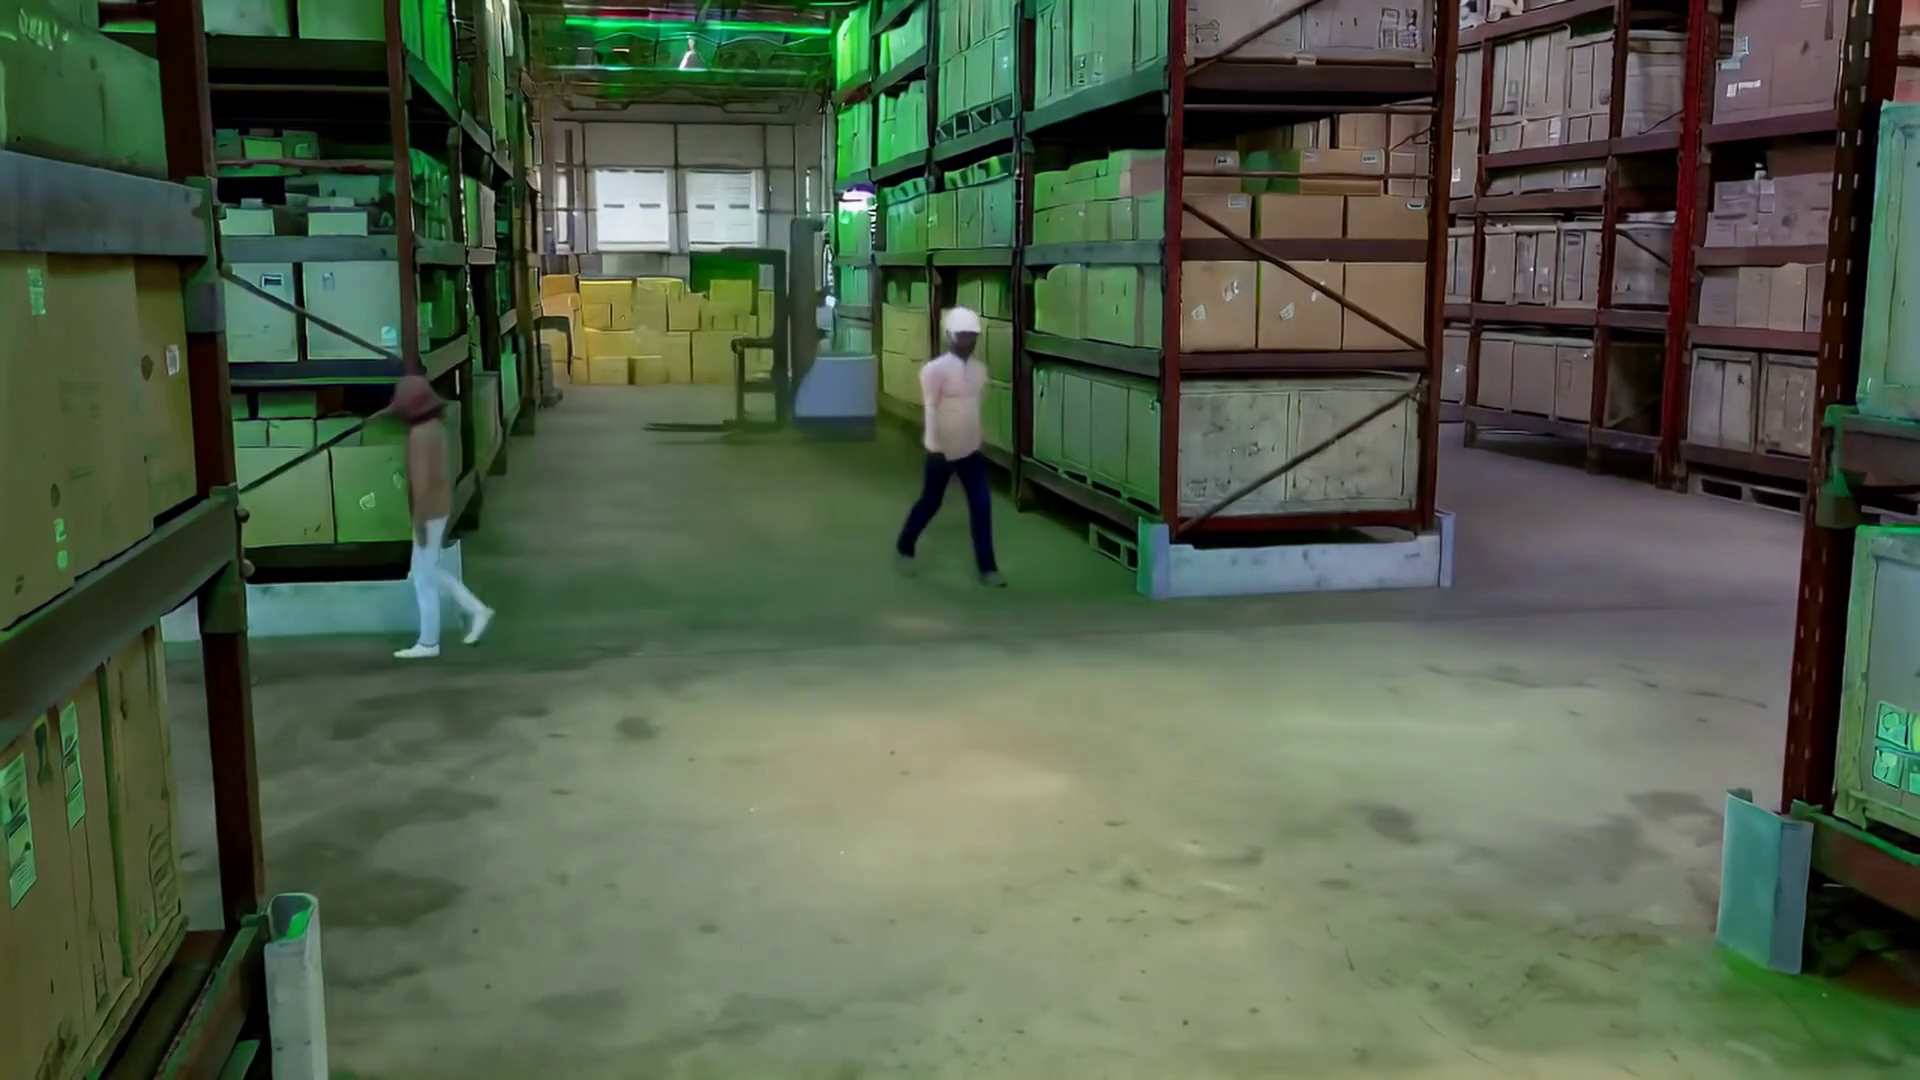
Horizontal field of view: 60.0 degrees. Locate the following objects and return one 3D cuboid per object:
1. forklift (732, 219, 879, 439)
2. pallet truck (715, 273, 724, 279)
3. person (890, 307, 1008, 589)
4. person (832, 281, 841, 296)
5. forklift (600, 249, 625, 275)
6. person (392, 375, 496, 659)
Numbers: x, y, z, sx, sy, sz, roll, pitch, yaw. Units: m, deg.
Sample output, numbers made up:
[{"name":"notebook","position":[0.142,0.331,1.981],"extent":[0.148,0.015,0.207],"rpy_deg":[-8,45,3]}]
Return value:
[{"name":"forklift","position":[-2.004,-2.741,21.532],"extent":[1.873,2.768,1.129],"rpy_deg":[-1,9,-4]},{"name":"pallet truck","position":[-8.580,-8.986,62.280],"extent":[1.885,1.965,0.823],"rpy_deg":[1,9,5]},{"name":"person","position":[-0.090,-0.657,11.675],"extent":[0.617,1.958,1.001],"rpy_deg":[-8,12,-39]},{"name":"person","position":[-2.984,-5.605,41.967],"extent":[0.540,1.901,0.605],"rpy_deg":[-1,9,-3]},{"name":"forklift","position":[-11.455,-8.235,55.018],"extent":[1.129,2.768,1.873],"rpy_deg":[8,12,40]},{"name":"person","position":[-2.967,-0.131,9.438],"extent":[0.479,1.616,0.516],"rpy_deg":[-1,9,-9]}]
